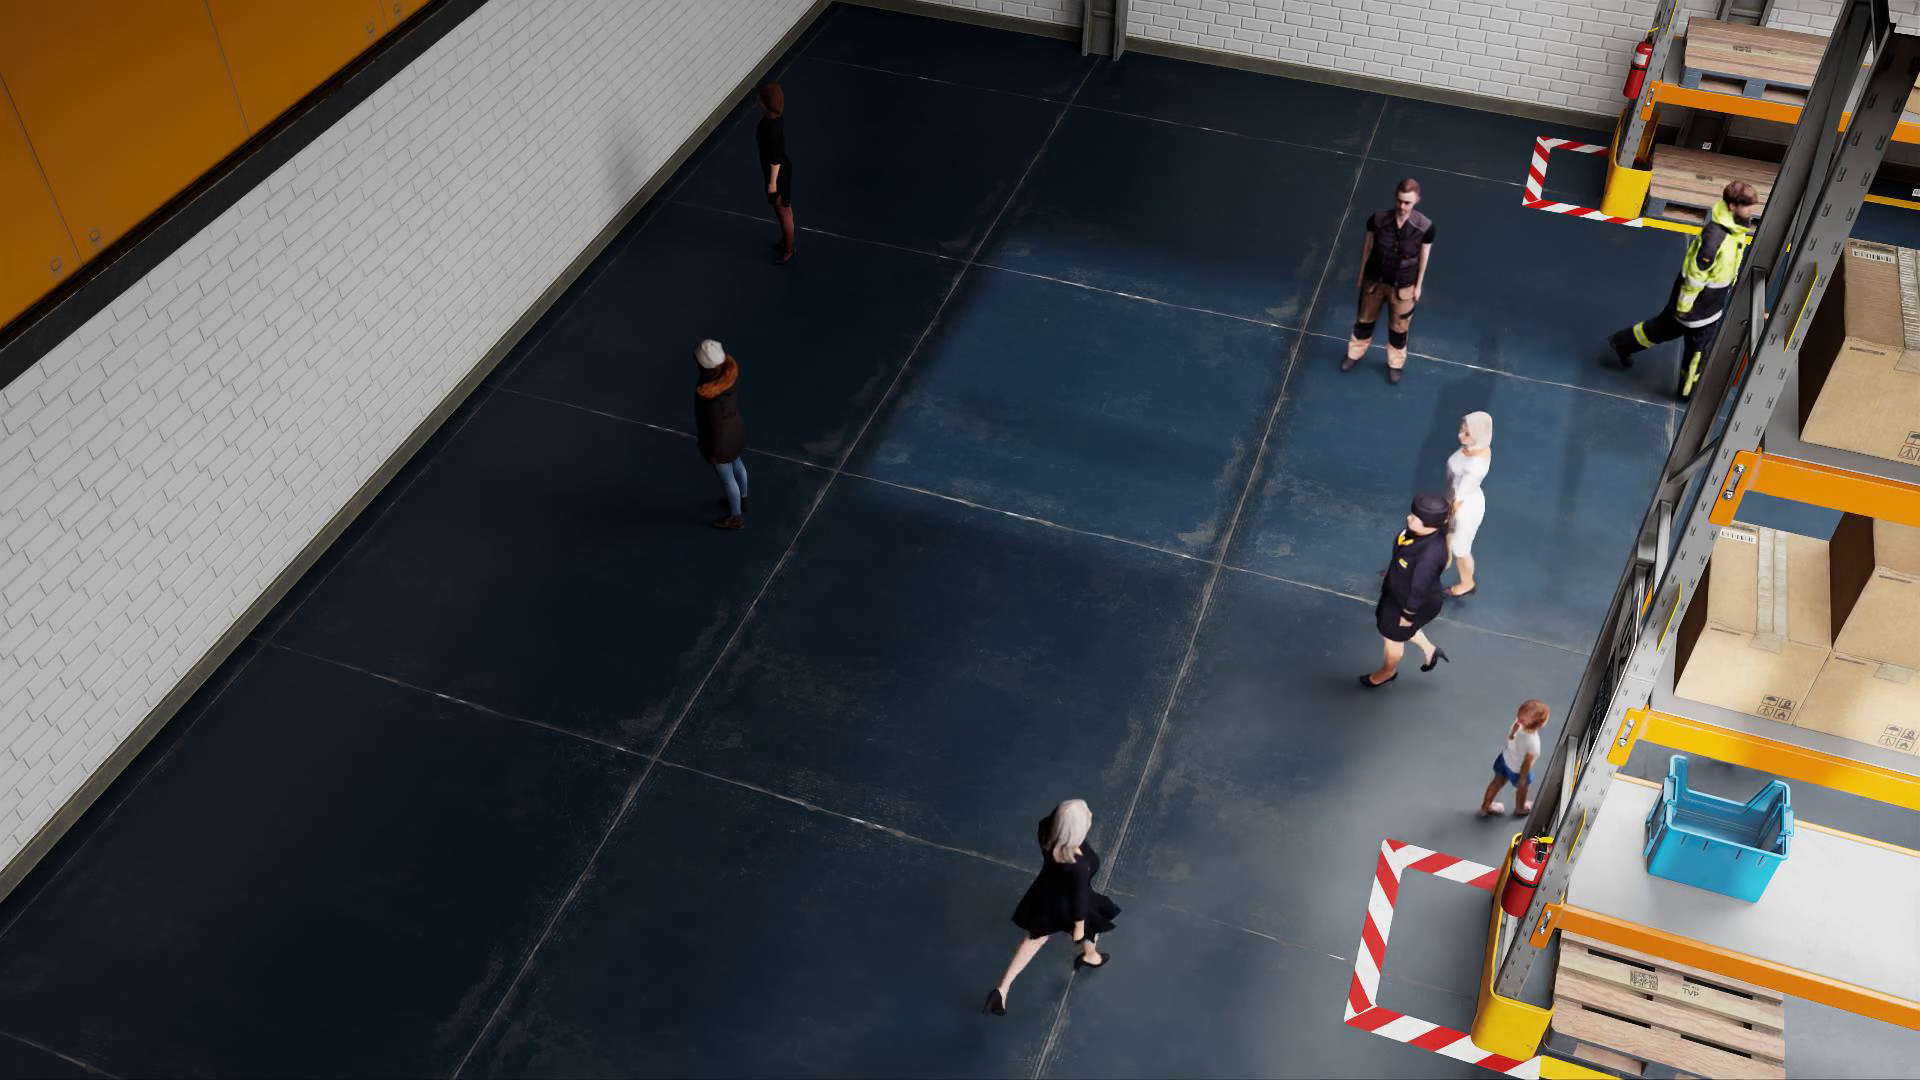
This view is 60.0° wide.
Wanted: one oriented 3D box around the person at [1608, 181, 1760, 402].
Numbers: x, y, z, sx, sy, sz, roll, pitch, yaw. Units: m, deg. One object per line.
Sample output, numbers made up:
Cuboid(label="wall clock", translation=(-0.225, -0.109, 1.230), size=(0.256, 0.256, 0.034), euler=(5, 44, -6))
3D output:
Cuboid(label="person", translation=(5.639, -1.965, 12.865), size=(1.302, 1.945, 0.983), euler=(24, 49, 23))

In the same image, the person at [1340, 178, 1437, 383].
Cuboid(label="person", translation=(3.385, -2.057, 13.044), size=(0.544, 1.831, 0.739), euler=(16, 46, 16))

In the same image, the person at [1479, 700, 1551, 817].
Cuboid(label="person", translation=(3.325, 1.347, 10.069), size=(0.687, 1.005, 0.598), euler=(-9, 44, -9))

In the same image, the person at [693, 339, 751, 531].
Cuboid(label="person", translation=(-1.686, -0.756, 11.823), size=(0.639, 1.630, 0.653), euler=(7, 44, 8))

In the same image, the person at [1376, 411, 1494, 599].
Cuboid(label="person", translation=(3.443, -0.192, 11.171), size=(0.964, 1.713, 0.706), euler=(10, 45, 10))

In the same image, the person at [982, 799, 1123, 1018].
Cuboid(label="person", translation=(0.486, 1.976, 8.900), size=(1.067, 1.708, 1.099), euler=(-24, 49, -23))

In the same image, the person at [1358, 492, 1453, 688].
Cuboid(label="person", translation=(2.966, 0.360, 10.629), size=(0.830, 1.662, 0.762), euler=(7, 44, 8))

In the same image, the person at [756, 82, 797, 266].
Cuboid(label="person", translation=(-1.565, -3.155, 14.287), size=(0.632, 1.706, 0.652), euler=(-3, 44, -3))
